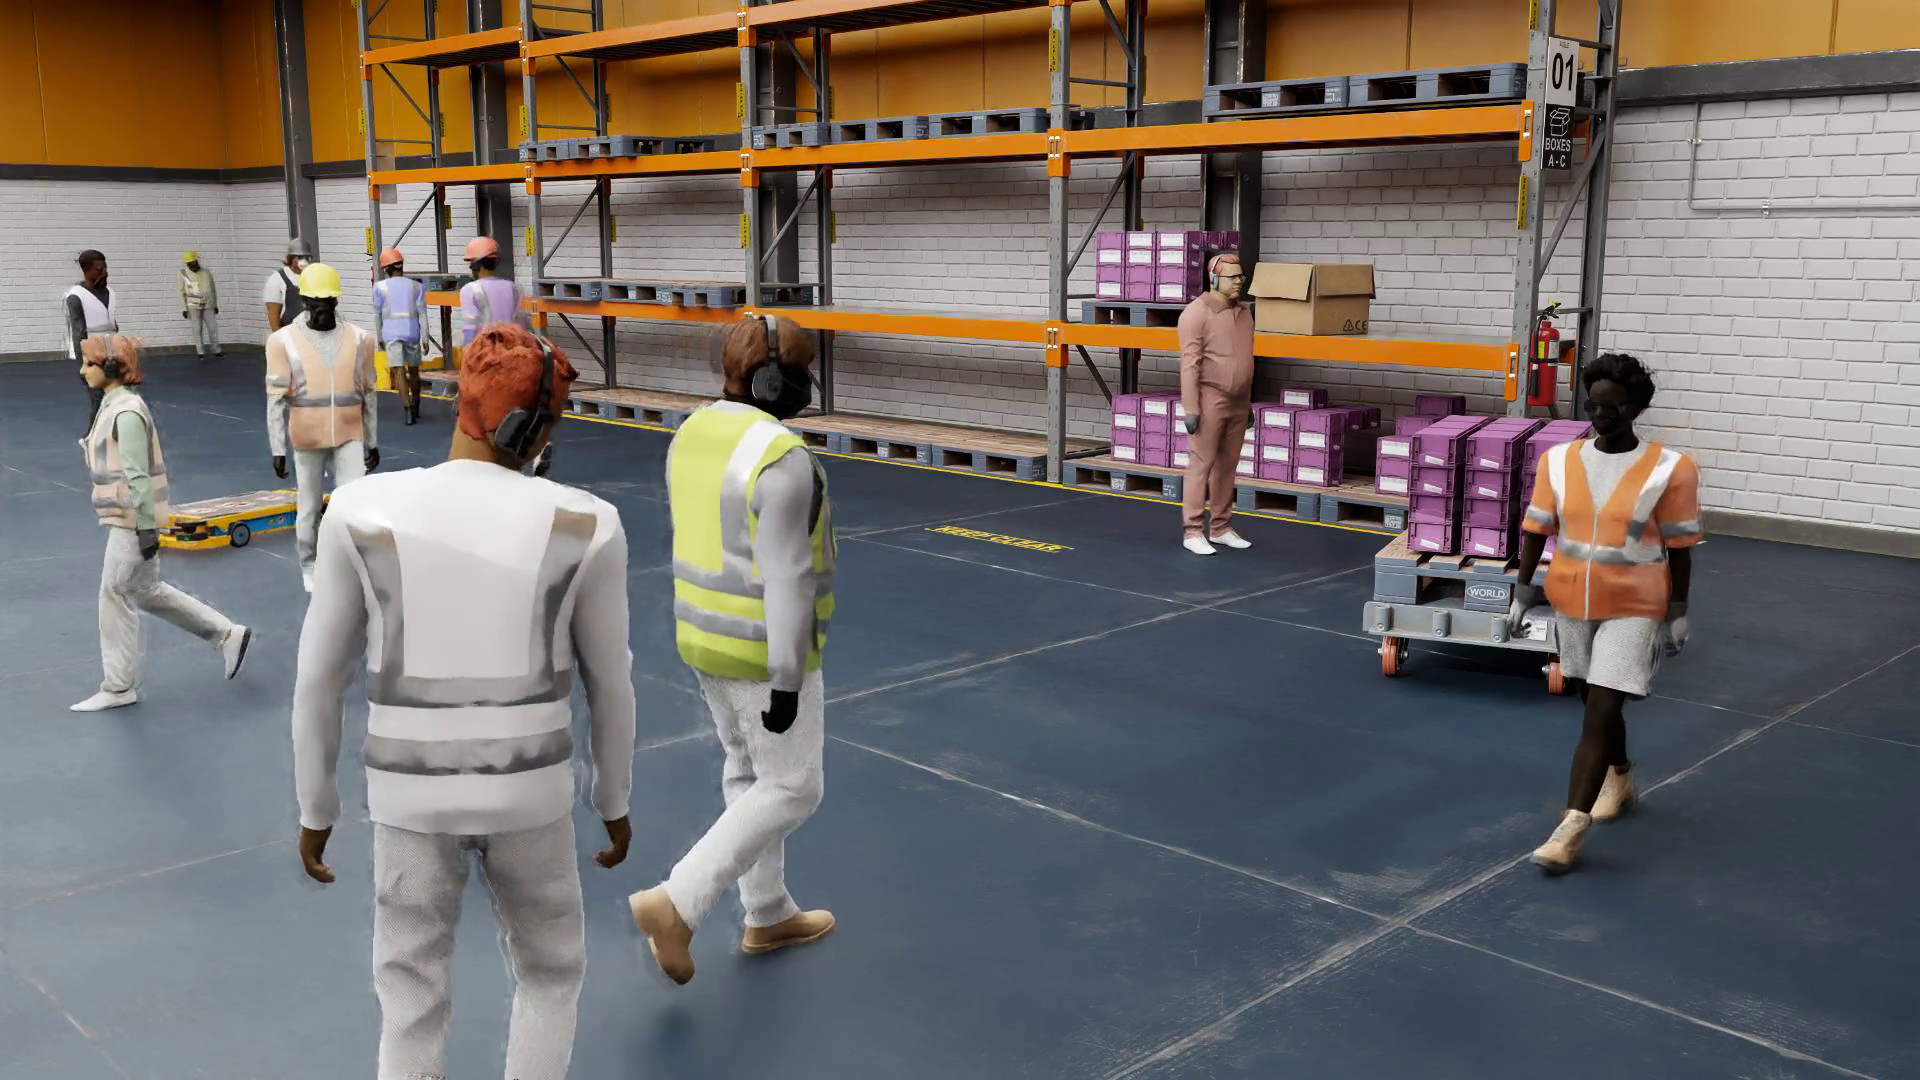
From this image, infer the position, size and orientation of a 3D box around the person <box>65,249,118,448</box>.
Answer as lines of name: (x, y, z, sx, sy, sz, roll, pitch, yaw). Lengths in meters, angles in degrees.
person: (-7.477, -1.564, 14.450, 0.447, 1.900, 0.619, 1, 10, 4)

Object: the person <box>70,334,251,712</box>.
person: (-3.498, -0.087, 7.188, 0.690, 1.616, 0.522, -6, 12, -31)

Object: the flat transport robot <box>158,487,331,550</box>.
flat transport robot: (-4.828, -0.158, 11.236, 0.652, 0.197, 1.431, 5, 11, 25)

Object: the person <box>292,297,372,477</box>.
person: (-5.209, -1.328, 13.704, 0.884, 1.689, 0.502, 9, 14, 41)

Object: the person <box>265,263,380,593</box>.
person: (-3.503, -0.581, 9.183, 0.613, 1.875, 1.009, -7, 12, -33)

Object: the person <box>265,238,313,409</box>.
person: (-6.945, -2.220, 17.650, 0.705, 2.000, 1.022, -8, 13, -37)

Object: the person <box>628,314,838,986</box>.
person: (-0.613, 0.309, 4.471, 0.632, 1.822, 0.628, -8, 13, -38)

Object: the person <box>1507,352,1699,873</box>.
person: (2.107, 0.208, 5.476, 0.545, 1.646, 0.888, 10, 15, 44)

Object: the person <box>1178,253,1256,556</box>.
person: (1.671, -0.864, 10.625, 0.651, 1.906, 0.403, -9, 14, -41)

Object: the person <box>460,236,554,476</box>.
person: (-3.757, -1.468, 13.633, 0.791, 2.022, 0.616, 6, 12, 29)

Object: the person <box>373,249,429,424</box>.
person: (-6.059, -2.203, 18.039, 0.538, 1.877, 0.991, -6, 12, -29)

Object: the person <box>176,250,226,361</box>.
person: (-12.285, -3.782, 26.864, 0.440, 1.788, 0.636, 10, 14, 43)

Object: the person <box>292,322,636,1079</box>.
person: (-0.945, 0.523, 3.207, 0.647, 1.858, 0.415, -2, 11, -13)
